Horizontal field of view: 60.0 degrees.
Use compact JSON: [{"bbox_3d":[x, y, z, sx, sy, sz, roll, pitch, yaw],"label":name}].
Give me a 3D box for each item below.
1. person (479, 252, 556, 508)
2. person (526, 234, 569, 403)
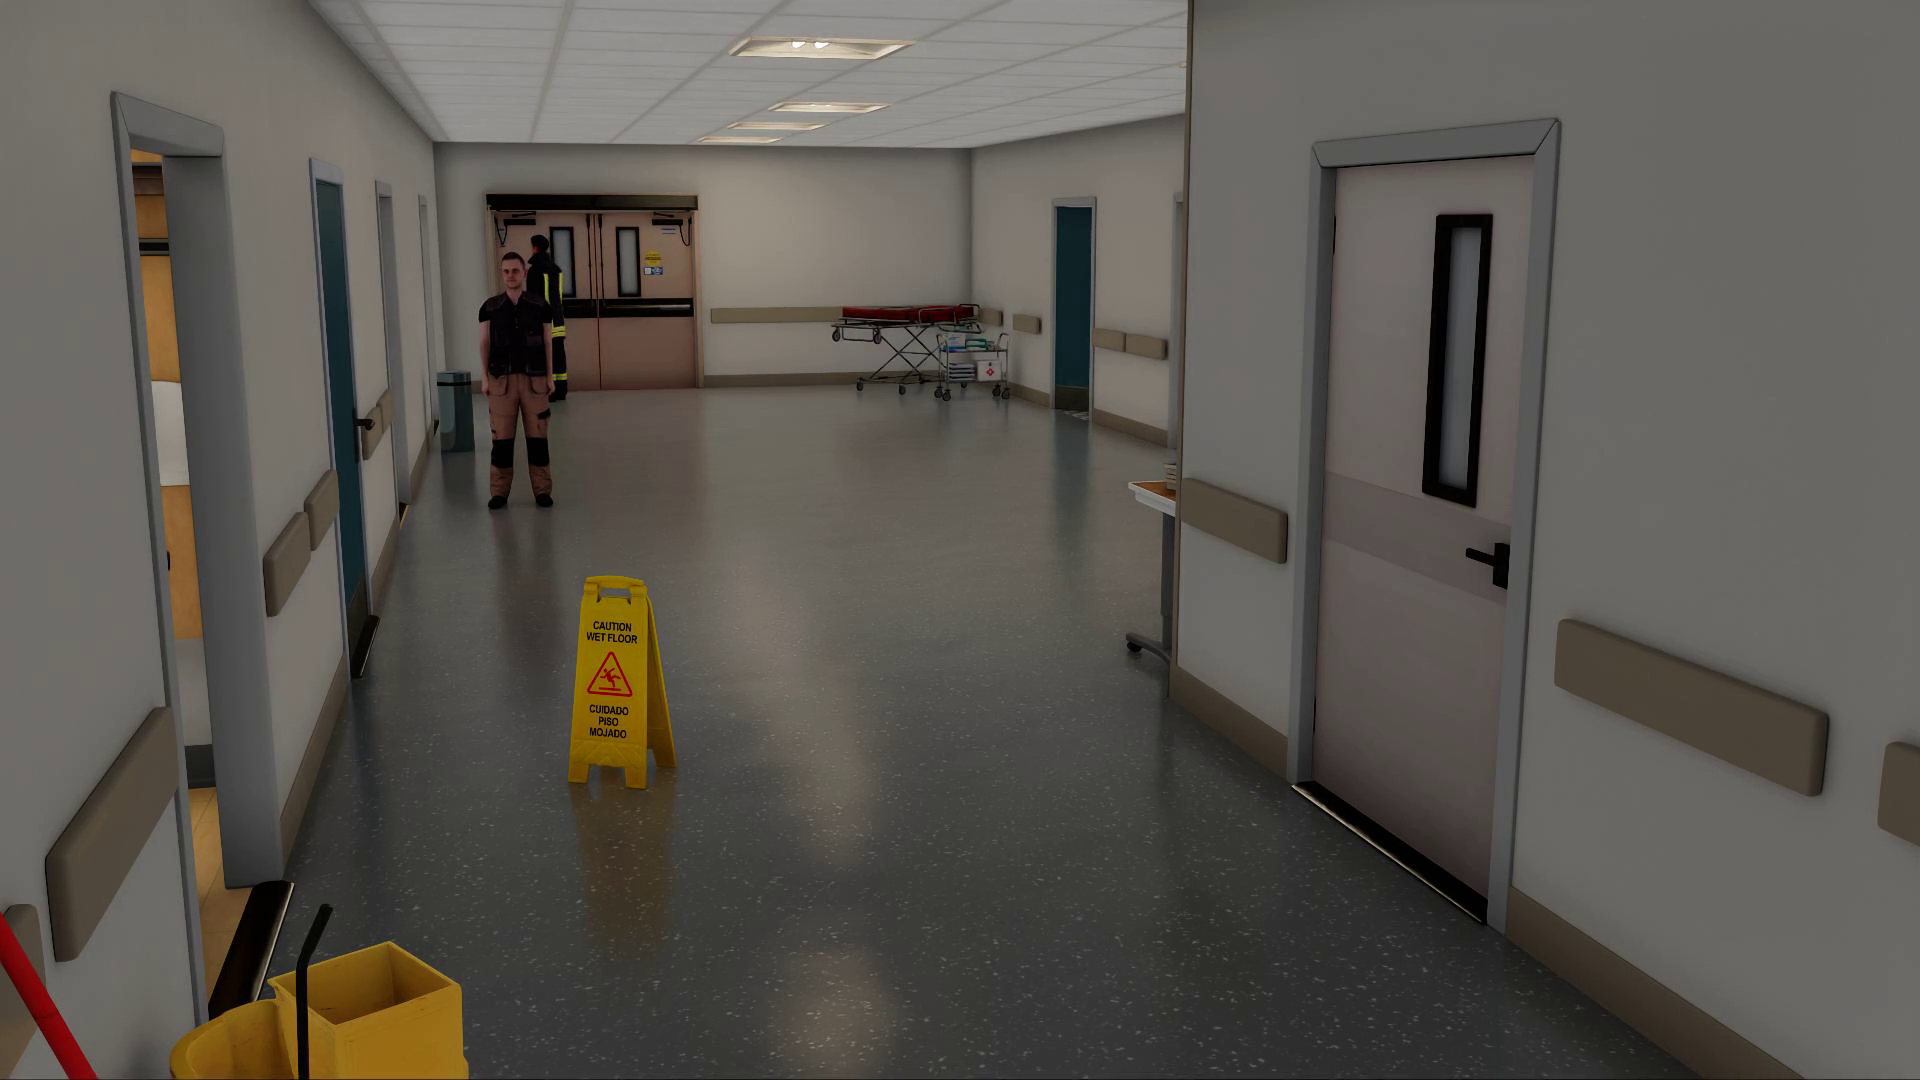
[{"bbox_3d":[-3.203,-1.167,12.083,0.675,1.841,0.571,-3,11,-13],"label":"person"},{"bbox_3d":[-4.805,-2.581,19.309,0.956,1.926,0.854,4,11,20],"label":"person"}]
